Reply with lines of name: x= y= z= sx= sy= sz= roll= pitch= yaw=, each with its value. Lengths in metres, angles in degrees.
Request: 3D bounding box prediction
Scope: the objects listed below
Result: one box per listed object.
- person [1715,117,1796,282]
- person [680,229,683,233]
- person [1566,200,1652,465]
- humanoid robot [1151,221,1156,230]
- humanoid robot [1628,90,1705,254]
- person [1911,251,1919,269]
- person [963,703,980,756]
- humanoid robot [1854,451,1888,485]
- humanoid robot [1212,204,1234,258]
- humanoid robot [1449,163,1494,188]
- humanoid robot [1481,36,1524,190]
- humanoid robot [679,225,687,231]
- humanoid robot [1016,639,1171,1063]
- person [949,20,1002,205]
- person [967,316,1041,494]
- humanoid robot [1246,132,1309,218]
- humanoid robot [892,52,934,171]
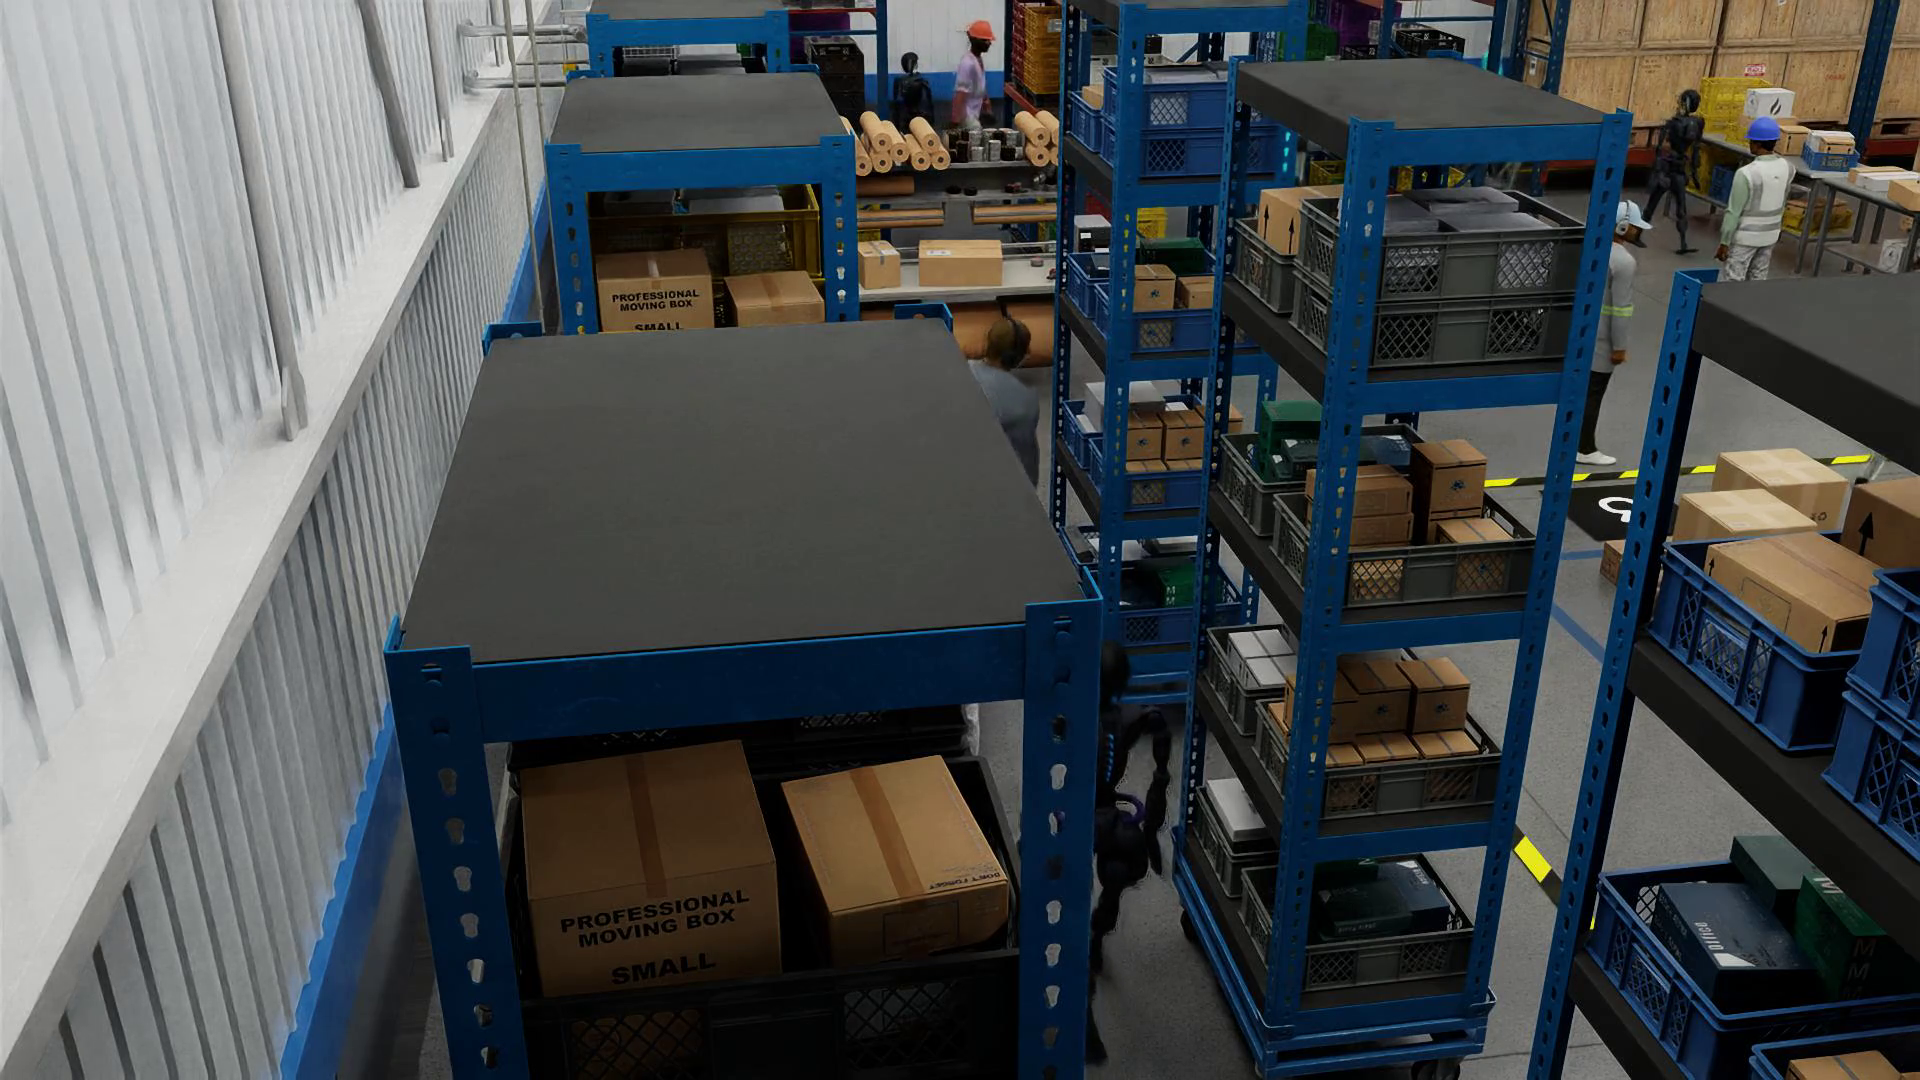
person: x=6.523 y=-2.509 z=13.758 sx=0.607 sy=1.940 sz=0.411 roll=-10 pitch=26 yaw=-20
person: x=-3.005 y=-4.001 z=16.966 sx=0.601 sy=1.966 sz=0.368 roll=0 pitch=25 yaw=0
person: x=4.458 y=-1.436 z=11.534 sx=0.407 sy=1.846 sz=0.588 roll=-4 pitch=25 yaw=-10
humanoid robot: x=1.861 y=-3.867 z=17.010 sx=0.692 sy=1.846 sz=0.530 roll=21 pitch=32 yaw=37
humanoid robot: x=7.166 y=-3.688 z=16.677 sx=0.600 sy=1.621 sz=0.778 roll=-9 pitch=26 yaw=-19
person: x=7.875 y=-2.238 z=13.233 sx=0.361 sy=1.882 sz=0.573 roll=-7 pitch=26 yaw=-15
person: x=-0.132 y=0.457 z=7.432 sx=0.431 sy=1.836 sz=0.623 roll=19 pitch=31 yaw=36
humanoid robot: x=6.322 y=-1.054 z=10.849 sx=0.964 sy=1.766 sz=0.557 roll=-12 pitch=27 yaw=-23
humanoid robot: x=2.659 y=-3.640 z=16.504 sx=0.578 sy=1.757 sz=1.078 roll=6 pitch=25 yaw=12
humanoid robot: x=5.281 y=-3.971 z=17.305 sx=0.610 sy=1.617 sz=0.825 roll=-3 pitch=25 yaw=-7
humanoid robot: x=6.340 y=-4.877 z=19.173 sx=0.814 sy=1.798 sz=0.553 roll=3 pitch=25 yaw=6
humanoid robot: x=-2.330 y=-2.921 z=14.927 sx=0.562 sy=1.736 sz=1.051 roll=0 pitch=25 yaw=1
humanoid robot: x=0.472 y=1.102 z=6.262 sx=0.603 sy=1.631 sz=0.759 roll=-4 pitch=25 yaw=-9
person: x=0.208 y=-4.748 z=18.550 sx=0.924 sy=2.000 sz=0.680 roll=6 pitch=25 yaw=12
person: x=0.162 y=-0.289 z=8.963 sx=0.660 sy=1.909 sz=0.485 roll=19 pitch=31 yaw=35
humanoid robot: x=2.718 y=-2.812 z=14.716 sx=0.557 sy=1.831 sz=0.895 roll=9 pitch=26 yaw=19
humanoid robot: x=-0.493 y=-4.665 z=18.747 sx=0.591 sy=1.635 sz=0.397 roll=17 pitch=29 yaw=32
